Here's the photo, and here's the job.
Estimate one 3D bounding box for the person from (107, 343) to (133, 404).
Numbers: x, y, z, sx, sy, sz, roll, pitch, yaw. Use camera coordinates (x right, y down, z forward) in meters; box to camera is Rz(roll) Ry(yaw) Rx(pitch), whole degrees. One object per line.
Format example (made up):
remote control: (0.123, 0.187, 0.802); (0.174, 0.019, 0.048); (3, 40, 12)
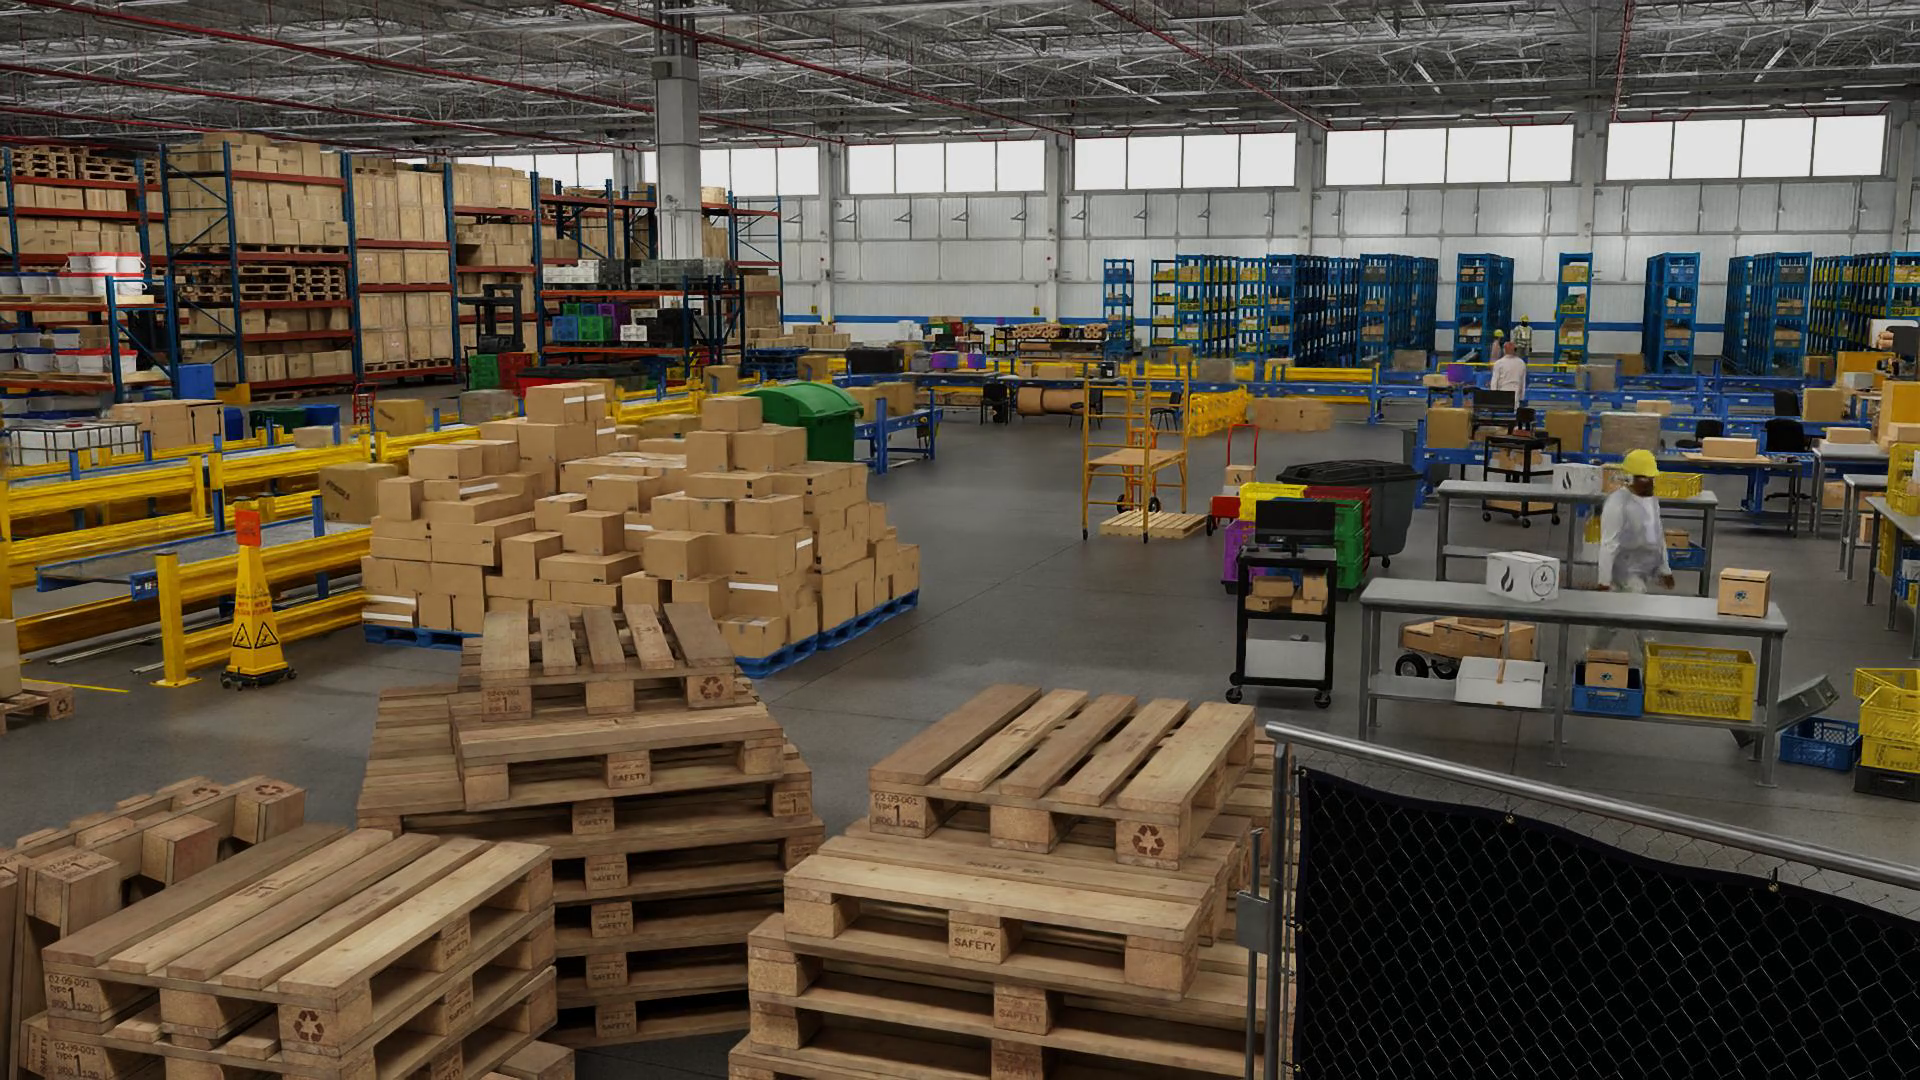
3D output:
person: (-14.319, -2.418, 28.286); (0.399, 1.925, 0.542); (4, 10, 24)

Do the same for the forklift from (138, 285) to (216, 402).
forklift: (-17.480, -4.200, 36.461); (1.873, 2.768, 1.129); (3, 10, 19)

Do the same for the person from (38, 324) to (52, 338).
person: (-25.175, -5.086, 45.726); (0.321, 1.695, 0.537); (6, 11, 32)

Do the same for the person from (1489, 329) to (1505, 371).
person: (12.832, -4.155, 39.709); (0.367, 1.750, 0.542); (4, 10, 24)

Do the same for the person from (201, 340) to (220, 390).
person: (-19.727, -4.818, 43.846); (0.553, 1.749, 0.407); (3, 9, 16)

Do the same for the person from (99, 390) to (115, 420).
person: (-13.869, -2.103, 27.218); (0.512, 1.619, 0.529); (6, 11, 33)

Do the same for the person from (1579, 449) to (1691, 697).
person: (4.946, 0.216, 12.177); (0.598, 1.779, 0.927); (-9, 12, -43)

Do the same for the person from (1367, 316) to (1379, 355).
person: (12.632, -6.028, 50.711); (0.622, 1.992, 0.395); (-8, 12, -43)

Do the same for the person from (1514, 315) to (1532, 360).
person: (16.940, -5.837, 50.022); (0.590, 1.833, 0.403); (-2, 9, -12)

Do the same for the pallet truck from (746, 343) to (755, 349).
pallet truck: (-6.183, -4.618, 44.264); (1.601, 1.201, 0.680); (-9, 12, -43)

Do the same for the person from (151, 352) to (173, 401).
person: (-14.942, -2.728, 31.246); (0.515, 1.585, 0.879); (1, 9, 8)

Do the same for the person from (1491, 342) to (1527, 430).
person: (9.420, -2.464, 28.661); (0.635, 1.900, 0.398); (-3, 9, -17)

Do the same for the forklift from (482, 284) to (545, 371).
forklift: (-10.832, -4.702, 39.610); (1.129, 2.768, 1.873); (3, 10, 20)

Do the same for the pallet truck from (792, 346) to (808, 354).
pallet truck: (-3.705, -4.298, 42.022); (0.653, 1.274, 1.630); (3, 10, 20)
